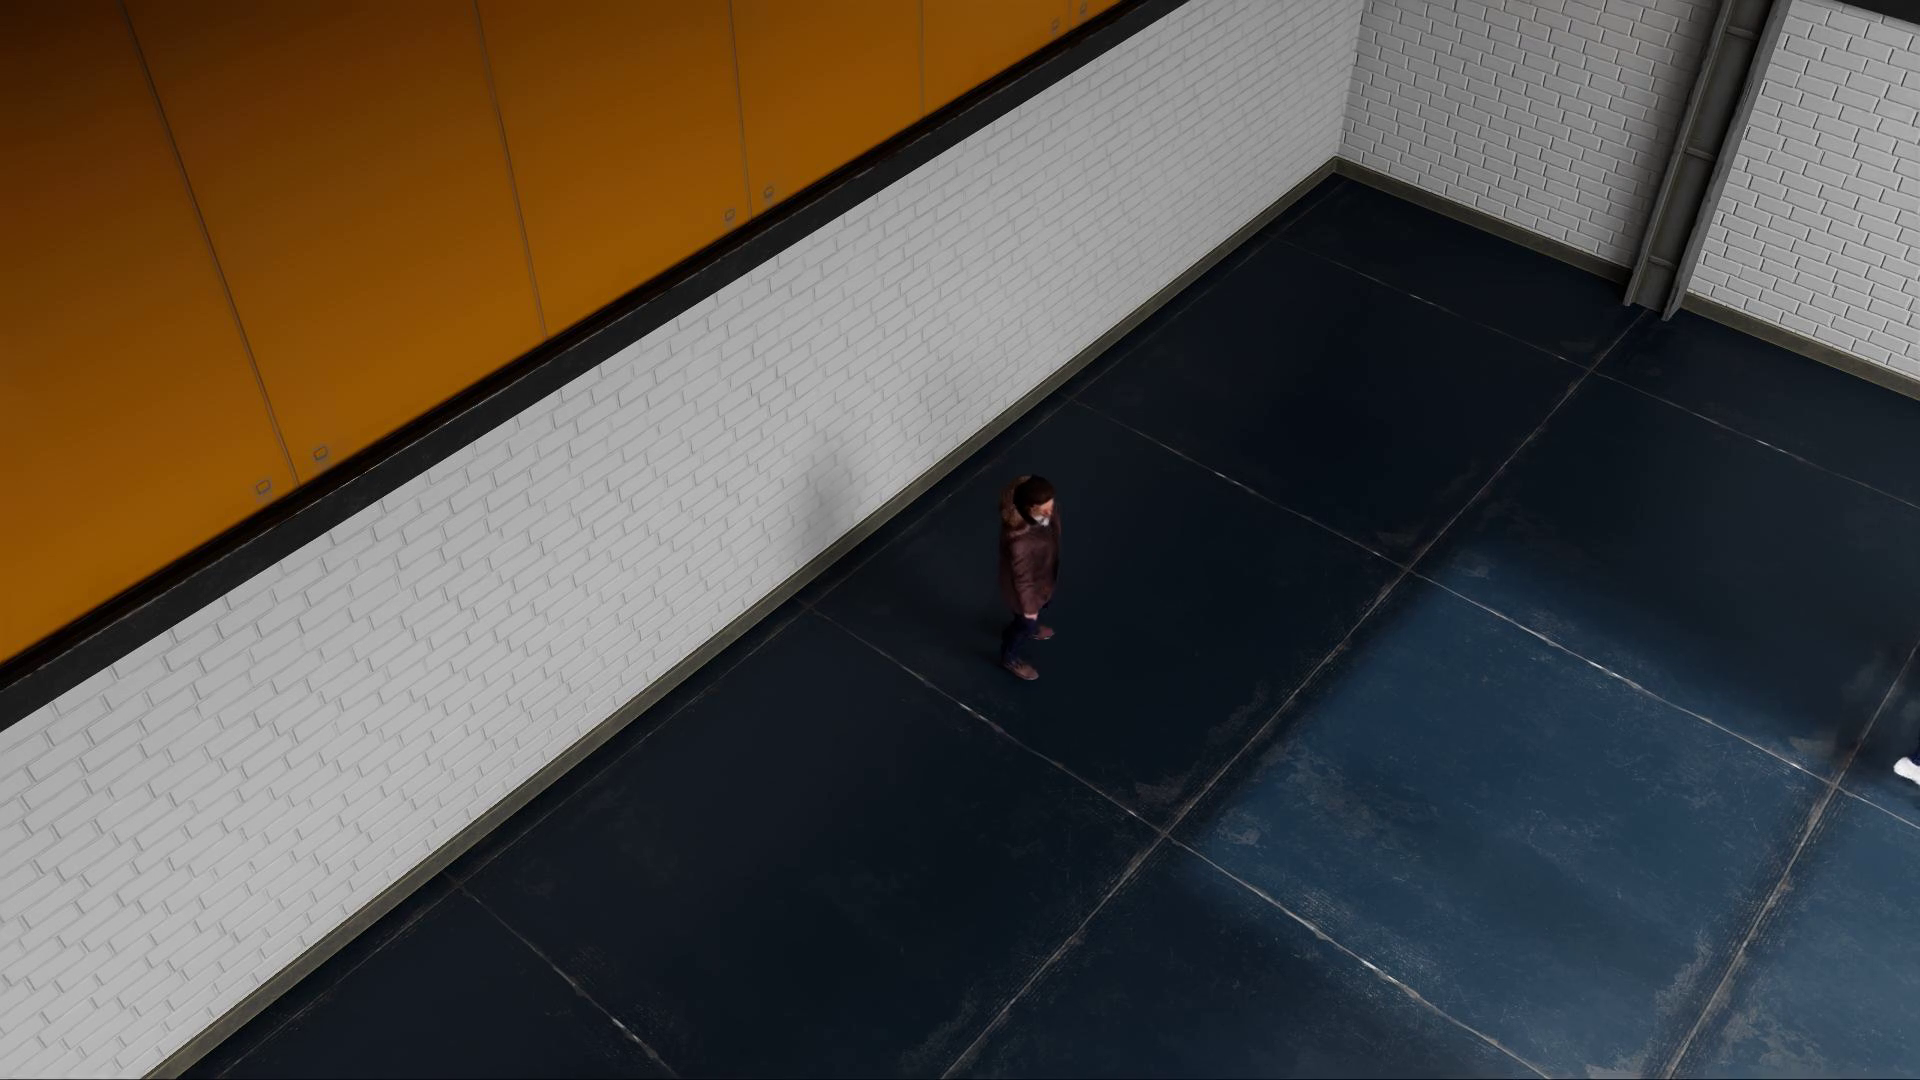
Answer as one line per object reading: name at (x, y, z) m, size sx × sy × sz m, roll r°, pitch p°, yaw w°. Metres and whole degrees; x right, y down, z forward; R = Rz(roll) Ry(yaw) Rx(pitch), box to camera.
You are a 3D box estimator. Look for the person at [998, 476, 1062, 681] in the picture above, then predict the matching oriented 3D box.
person at (0.401, 0.204, 10.495) m, size 0.819 × 1.803 × 0.938 m, roll 4°, pitch 44°, yaw 4°
